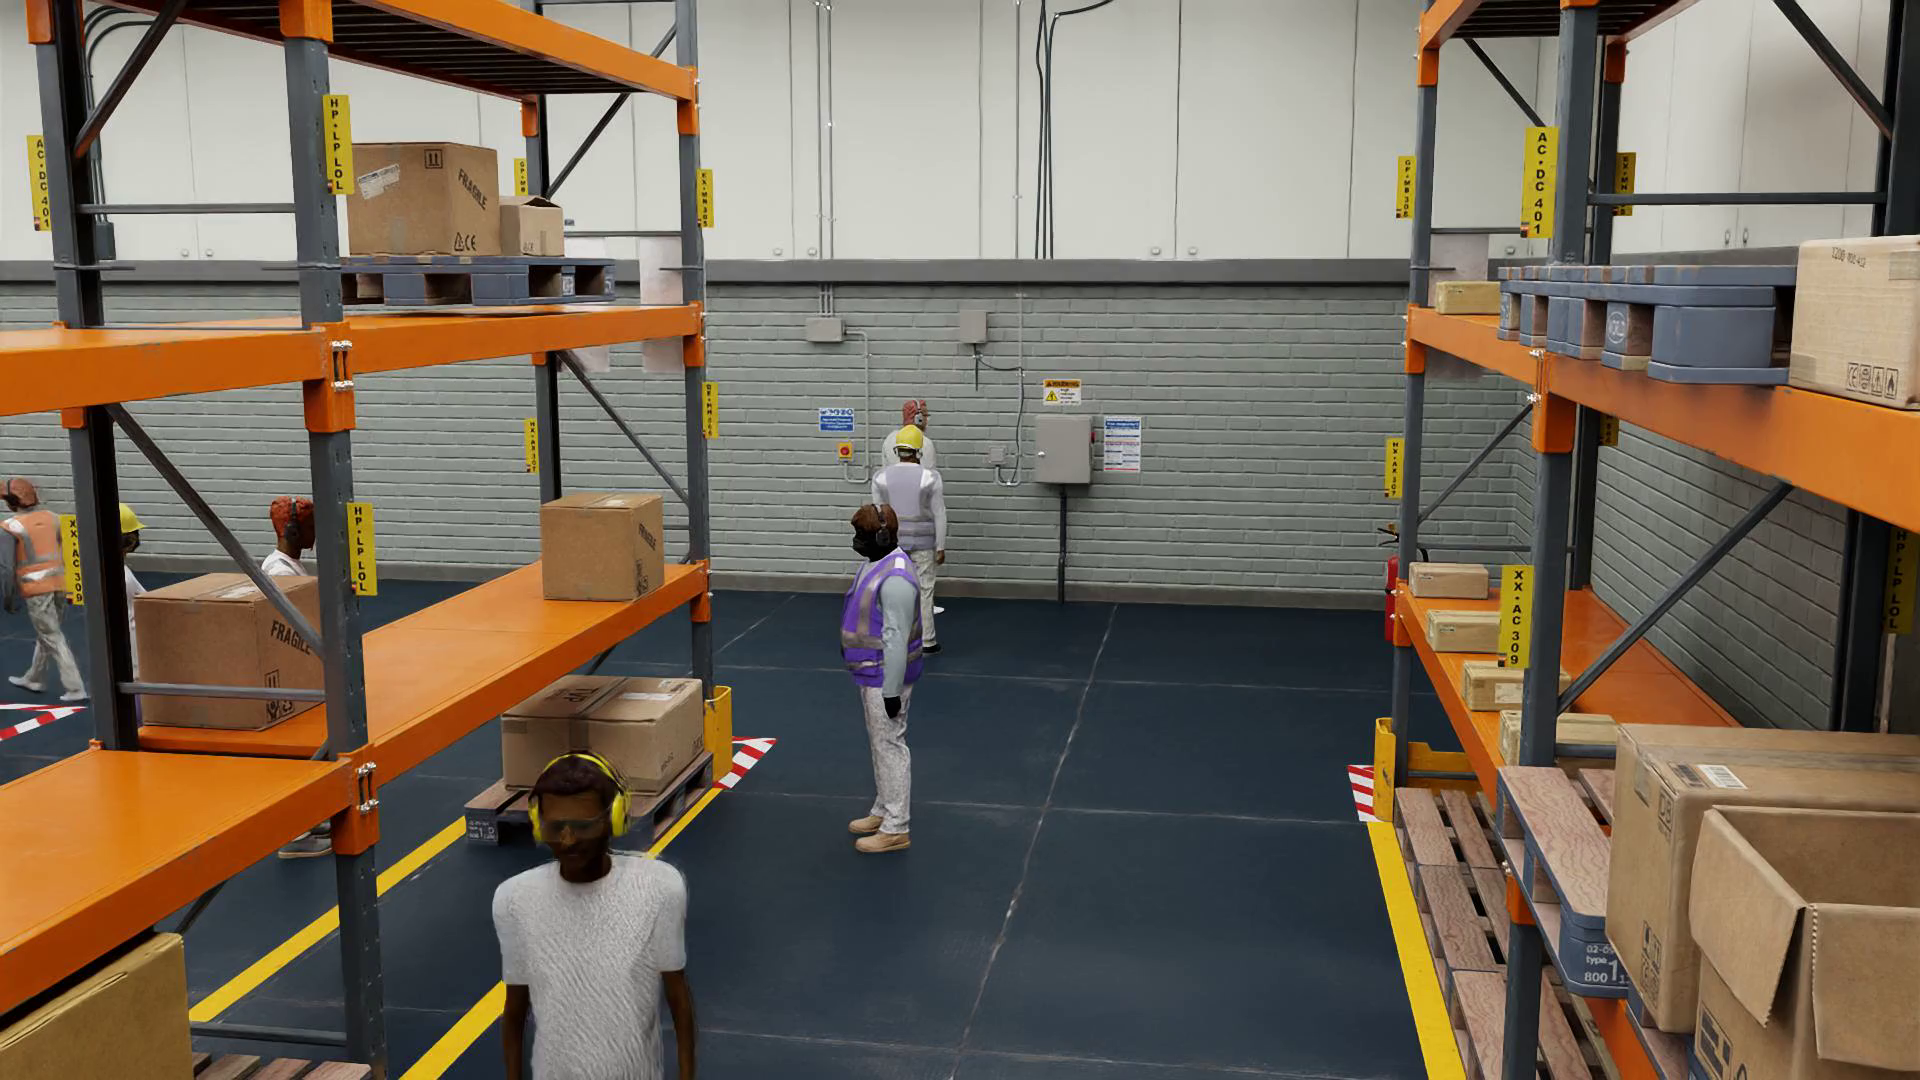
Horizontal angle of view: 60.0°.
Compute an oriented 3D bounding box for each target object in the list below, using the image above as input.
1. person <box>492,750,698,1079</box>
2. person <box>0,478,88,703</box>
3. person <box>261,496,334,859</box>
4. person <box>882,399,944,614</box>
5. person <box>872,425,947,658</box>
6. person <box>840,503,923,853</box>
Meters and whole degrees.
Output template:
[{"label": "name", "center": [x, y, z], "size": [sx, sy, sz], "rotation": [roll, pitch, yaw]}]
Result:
[{"label": "person", "center": [-0.927, 1.413, 4.343], "size": [0.521, 1.856, 0.665], "rotation": [-1, 9, -9]}, {"label": "person", "center": [-6.488, 0.351, 11.668], "size": [0.797, 1.595, 0.573], "rotation": [3, 10, 16]}, {"label": "person", "center": [-3.455, 0.706, 8.649], "size": [0.359, 1.880, 0.575], "rotation": [-3, 10, -20]}, {"label": "person", "center": [-0.397, -0.294, 14.723], "size": [0.403, 1.906, 0.651], "rotation": [-8, 12, -39]}, {"label": "person", "center": [-0.385, 0.014, 13.050], "size": [0.588, 1.833, 0.404], "rotation": [2, 9, 12]}, {"label": "person", "center": [-0.413, 0.713, 8.748], "size": [0.429, 1.837, 0.625], "rotation": [-2, 9, -12]}]
